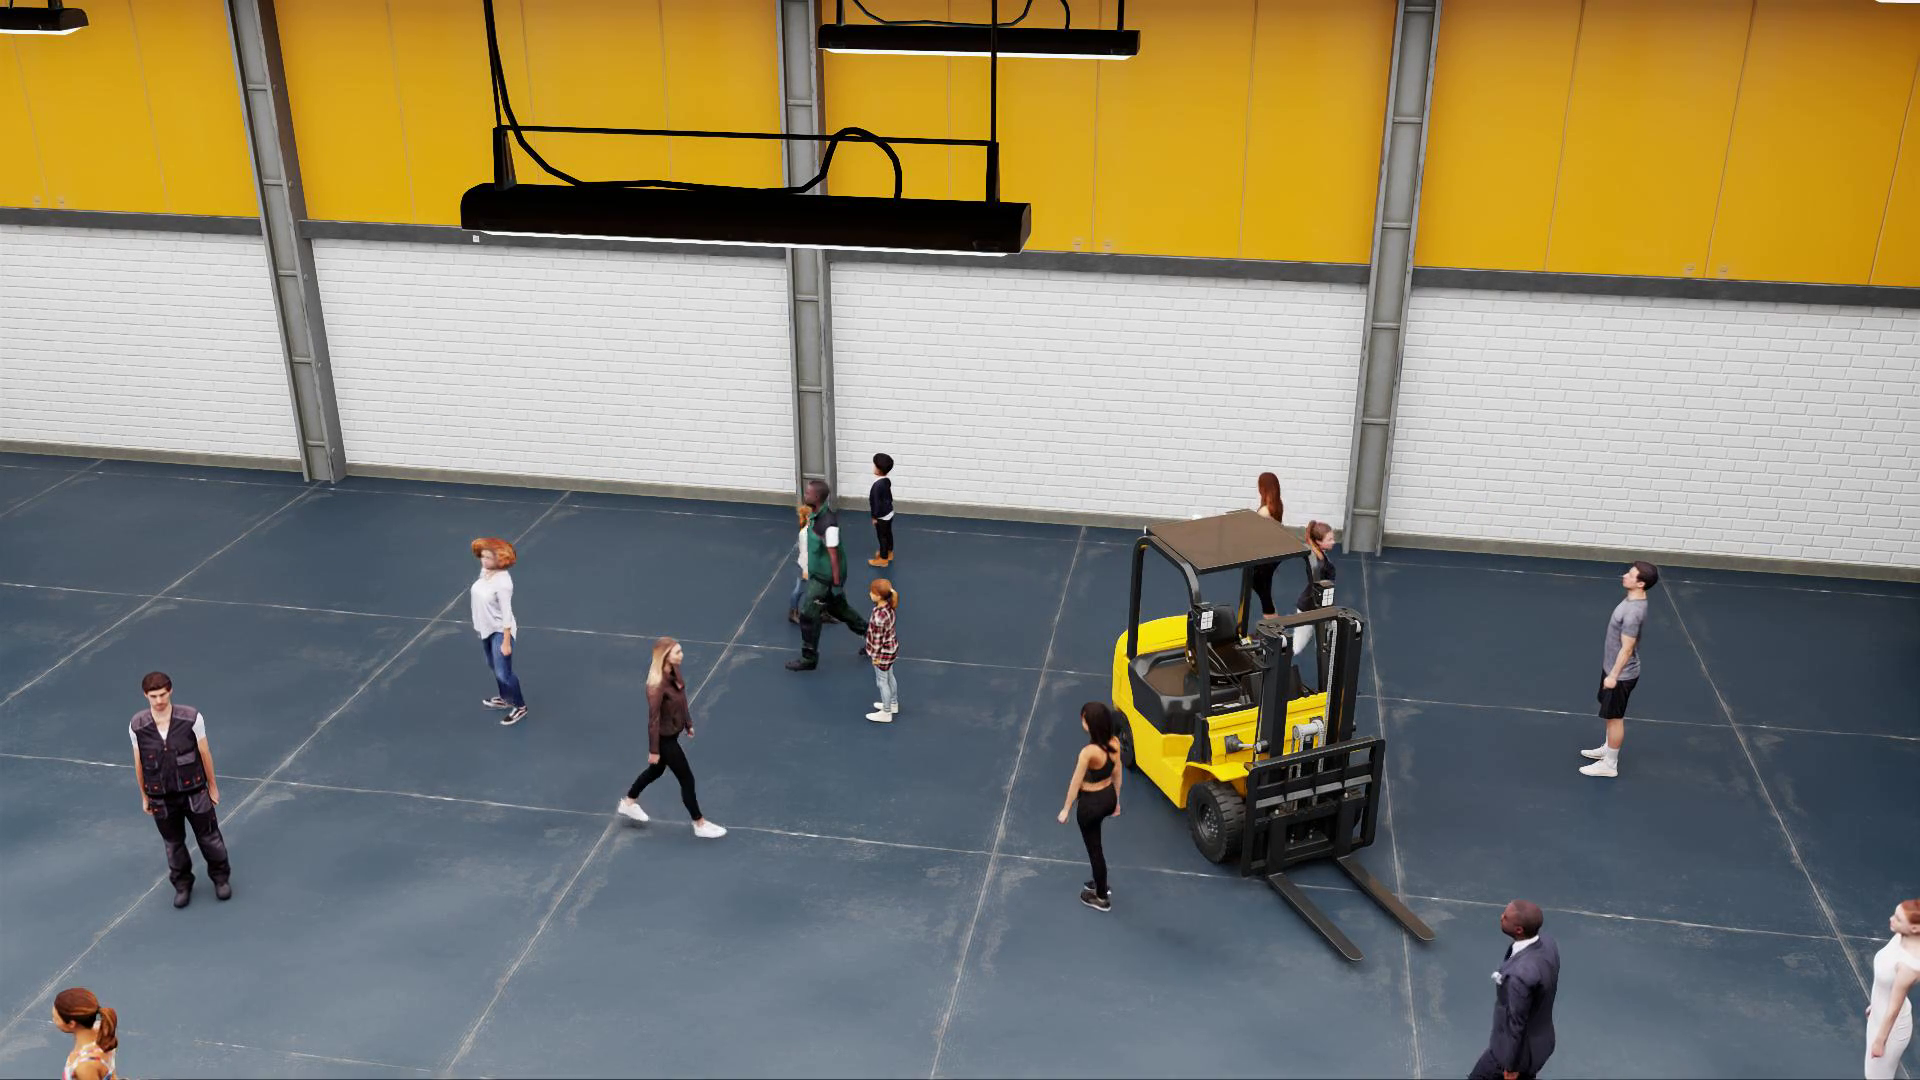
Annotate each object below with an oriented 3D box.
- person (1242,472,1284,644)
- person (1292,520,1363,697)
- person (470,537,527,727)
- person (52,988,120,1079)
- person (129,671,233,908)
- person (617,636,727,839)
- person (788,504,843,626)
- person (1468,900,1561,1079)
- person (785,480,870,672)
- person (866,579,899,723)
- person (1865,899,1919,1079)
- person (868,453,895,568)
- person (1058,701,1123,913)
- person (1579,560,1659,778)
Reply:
[{"bbox_3d":[2.930,0.195,15.441,0.713,1.716,0.640,12,26,25],"label":"person"},{"bbox_3d":[2.978,0.653,14.433,1.185,1.685,0.585,4,24,10],"label":"person"},{"bbox_3d":[-3.935,0.740,14.214,0.884,1.700,0.824,-11,26,-23],"label":"person"},{"bbox_3d":[-4.353,3.092,8.781,1.235,1.743,0.791,-3,24,-6],"label":"person"},{"bbox_3d":[-5.509,1.748,11.729,0.692,1.844,0.806,-7,25,-16],"label":"person"},{"bbox_3d":[-2.294,1.488,12.549,1.106,1.664,0.635,3,24,7],"label":"person"},{"bbox_3d":[-1.493,0.232,15.895,0.840,1.286,0.595,10,25,21],"label":"person"},{"bbox_3d":[3.189,2.847,9.267,0.806,1.802,0.813,17,29,34],"label":"person"},{"bbox_3d":[-1.117,0.325,15.040,1.295,1.799,1.048,-7,25,-16],"label":"person"},{"bbox_3d":[-0.647,0.934,14.266,0.514,1.304,0.539,6,24,14],"label":"person"},{"bbox_3d":[5.290,2.774,9.449,0.574,1.791,0.600,10,25,21],"label":"person"},{"bbox_3d":[-0.796,-0.322,17.235,0.552,1.227,0.545,9,25,20],"label":"person"},{"bbox_3d":[1.016,1.903,11.643,0.713,1.629,0.668,19,30,37],"label":"person"},{"bbox_3d":[5.320,1.022,13.355,0.630,1.872,0.701,9,25,20],"label":"person"}]
